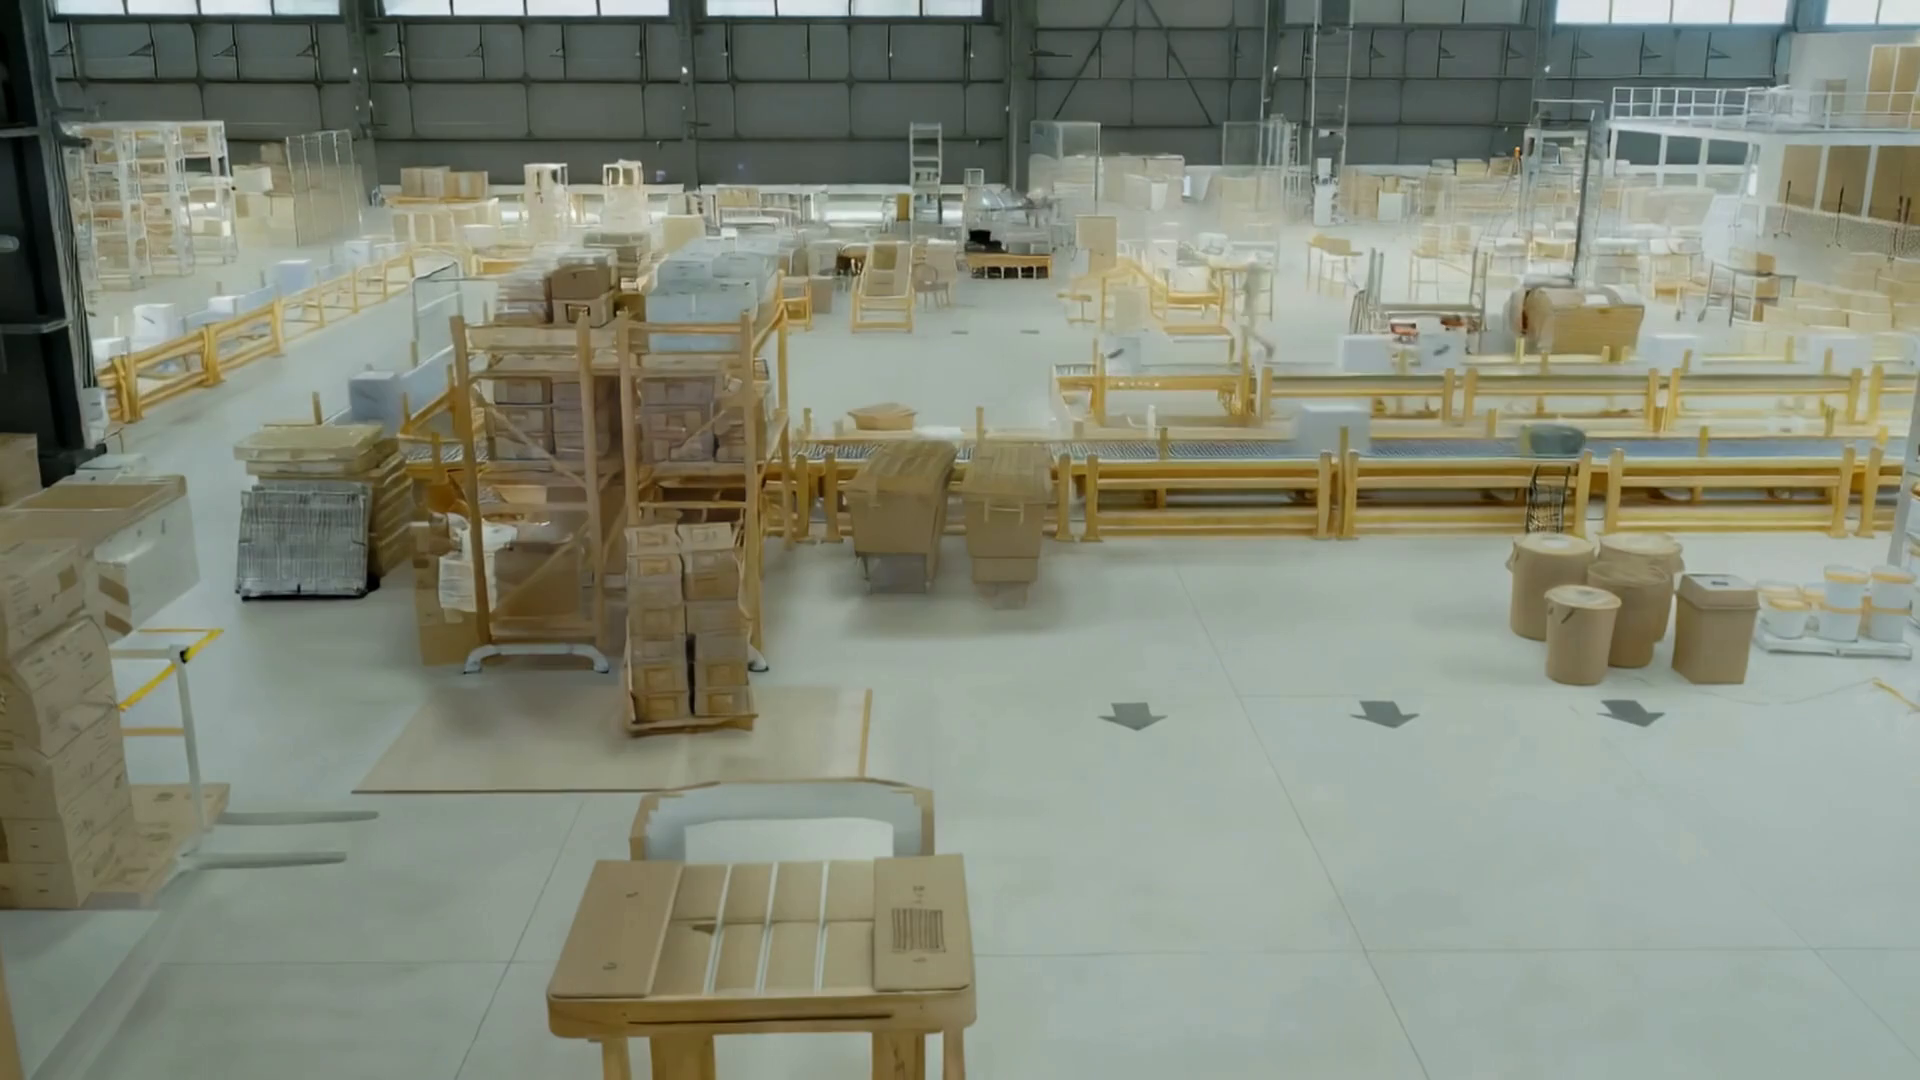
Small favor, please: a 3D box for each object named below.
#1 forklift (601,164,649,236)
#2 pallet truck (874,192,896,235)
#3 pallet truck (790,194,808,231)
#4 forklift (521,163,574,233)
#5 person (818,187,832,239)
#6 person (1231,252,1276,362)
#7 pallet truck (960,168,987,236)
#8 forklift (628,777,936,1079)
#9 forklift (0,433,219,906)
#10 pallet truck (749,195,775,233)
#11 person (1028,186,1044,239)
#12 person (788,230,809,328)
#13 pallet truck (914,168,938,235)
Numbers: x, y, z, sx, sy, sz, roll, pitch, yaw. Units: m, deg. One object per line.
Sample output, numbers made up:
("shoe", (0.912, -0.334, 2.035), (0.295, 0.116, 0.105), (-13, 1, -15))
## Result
("forklift", (-9.948, -10.127, 49.296), (1.157, 1.987, 2.680), (-1, 16, -3))
("pallet truck", (-2.277, -9.986, 50.594), (0.653, 1.274, 1.630), (0, 16, -1))
("pallet truck", (-4.814, -9.883, 50.259), (0.704, 1.261, 1.522), (-1, 16, -3))
("forklift", (-12.233, -10.122, 49.298), (1.157, 1.987, 2.680), (0, 16, -1))
("person", (-3.763, -8.853, 45.866), (0.672, 1.750, 0.536), (-7, 18, -24))
("person", (5.078, -3.991, 28.672), (0.739, 1.916, 0.552), (5, 17, 17))
("pallet truck", (0.383, -10.230, 50.206), (0.823, 1.965, 1.885), (-1, 16, -3))
("forklift", (-0.542, 2.165, 5.552), (1.129, 2.768, 1.873), (-1, 16, -2))
("forklift", (-5.952, 0.780, 10.366), (1.873, 2.768, 1.129), (0, 16, -1))
("pallet truck", (-6.051, -9.967, 50.660), (0.680, 1.201, 1.601), (0, 16, -1))
("person", (1.898, -7.960, 42.273), (0.621, 2.017, 0.618), (3, 16, 9))
("person", (-3.165, -5.107, 32.595), (0.396, 1.899, 0.644), (0, 16, -2))
("pallet truck", (-0.989, -10.316, 50.507), (0.823, 1.965, 1.885), (1, 16, 3))
